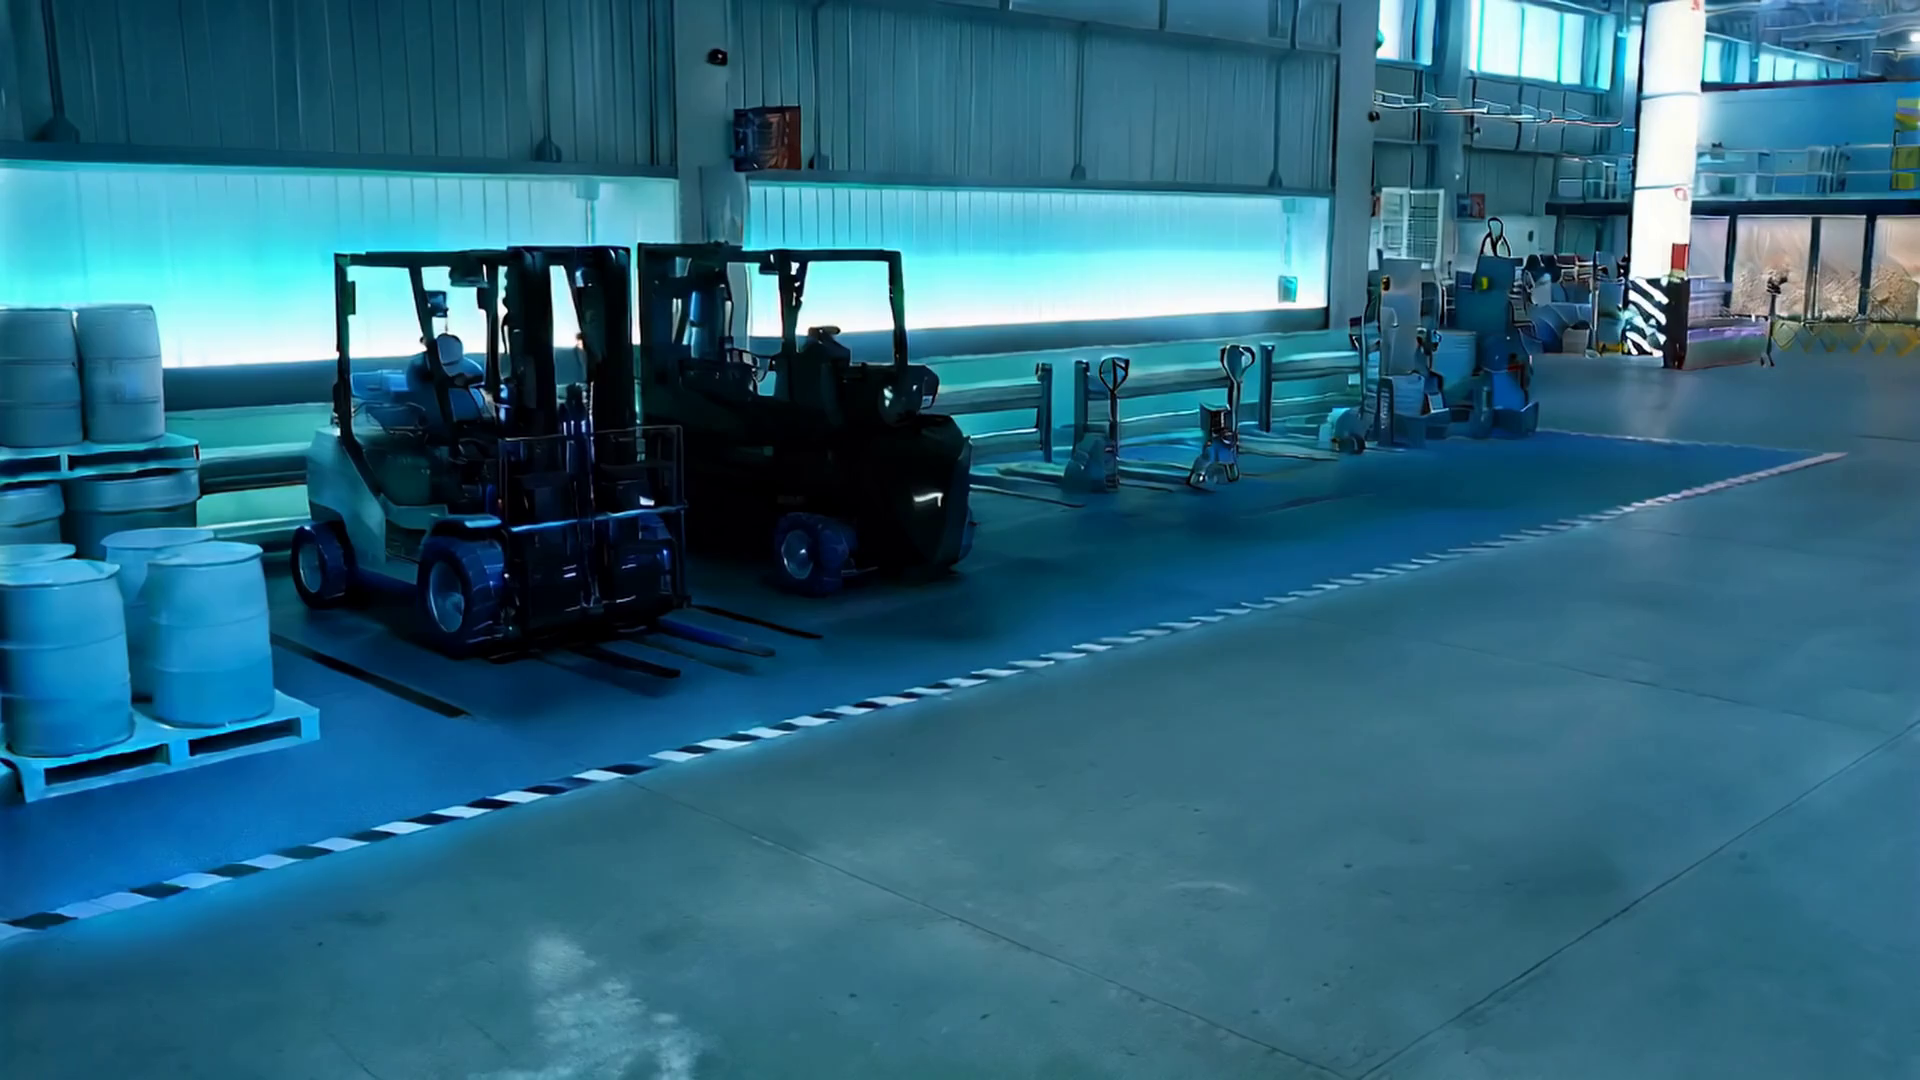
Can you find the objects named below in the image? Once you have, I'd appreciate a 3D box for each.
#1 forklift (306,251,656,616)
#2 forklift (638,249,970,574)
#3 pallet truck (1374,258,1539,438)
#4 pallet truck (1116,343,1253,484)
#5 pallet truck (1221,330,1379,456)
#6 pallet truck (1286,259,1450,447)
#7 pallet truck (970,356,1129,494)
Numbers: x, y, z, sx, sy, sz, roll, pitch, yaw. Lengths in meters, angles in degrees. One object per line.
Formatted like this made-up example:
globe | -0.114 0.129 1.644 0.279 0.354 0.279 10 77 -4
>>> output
forklift | -2.833 -0.669 9.694 1.157 1.987 2.680 -10 14 -44
forklift | -1.173 -0.958 11.239 2.680 1.987 1.157 10 14 43
pallet truck | 5.704 -2.208 18.901 1.885 1.965 0.823 10 14 43
pallet truck | 1.962 -1.215 15.415 1.522 1.261 0.704 10 14 43
pallet truck | 3.563 -1.581 17.381 0.653 1.274 1.630 -10 14 -44
pallet truck | 4.493 -2.078 18.196 0.823 1.965 1.885 -9 14 -40
pallet truck | 0.784 -1.085 14.876 0.680 1.201 1.601 -10 14 -44
